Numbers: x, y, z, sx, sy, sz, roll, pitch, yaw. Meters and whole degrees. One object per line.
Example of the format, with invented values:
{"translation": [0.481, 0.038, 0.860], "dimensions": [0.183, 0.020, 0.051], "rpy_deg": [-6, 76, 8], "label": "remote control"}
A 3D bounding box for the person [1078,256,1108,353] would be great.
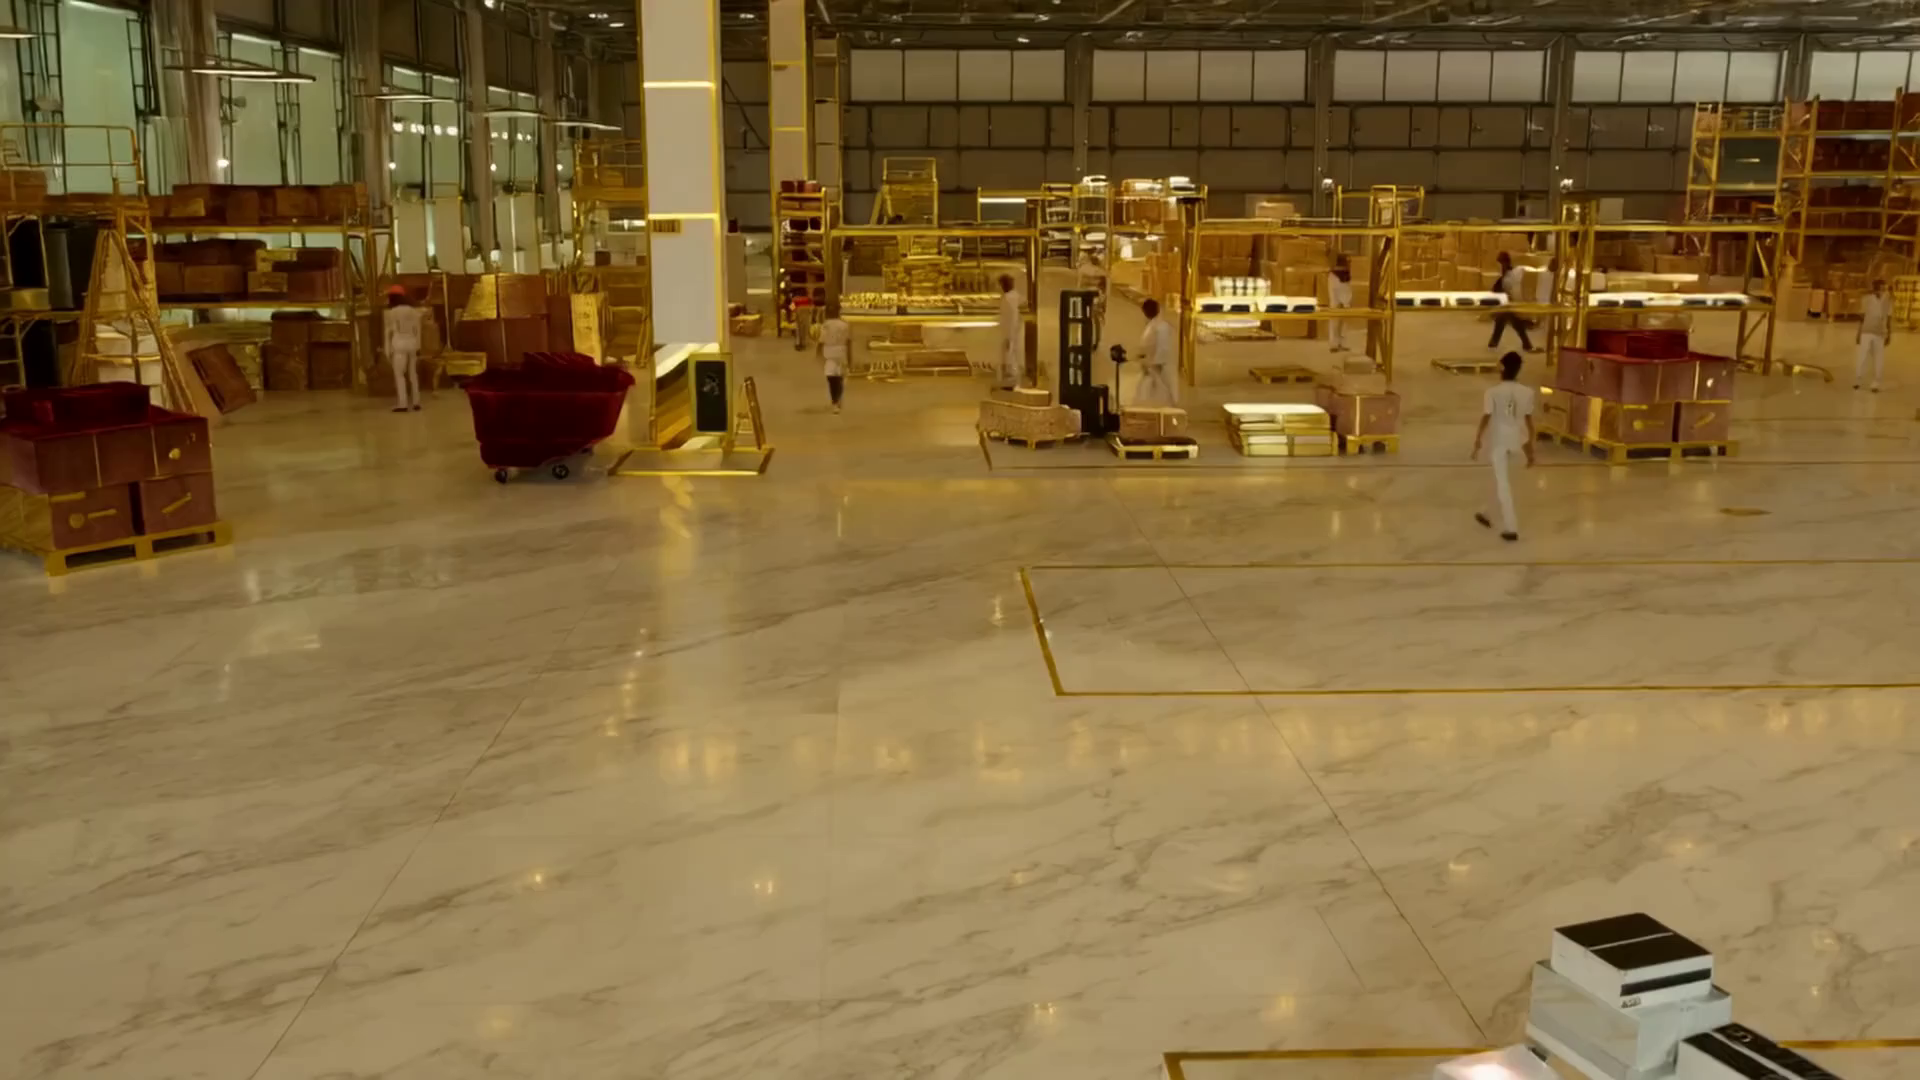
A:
{"translation": [2.636, -4.677, 33.052], "dimensions": [0.594, 1.903, 0.586], "rpy_deg": [1, 13, 4], "label": "person"}

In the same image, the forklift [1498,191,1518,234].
{"translation": [20.689, -11.779, 62.903], "dimensions": [1.873, 2.768, 1.129], "rpy_deg": [0, 12, -2], "label": "forklift"}

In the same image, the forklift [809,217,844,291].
{"translation": [-4.375, -8.619, 48.637], "dimensions": [1.873, 2.768, 1.129], "rpy_deg": [0, 12, -2], "label": "forklift"}

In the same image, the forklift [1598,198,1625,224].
{"translation": [18.268, -8.220, 46.833], "dimensions": [1.873, 2.768, 1.129], "rpy_deg": [0, 12, -2], "label": "forklift"}

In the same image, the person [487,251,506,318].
{"translation": [-11.422, -6.264, 40.857], "dimensions": [0.518, 1.633, 0.313], "rpy_deg": [11, 17, 42], "label": "person"}

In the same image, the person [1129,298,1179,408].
{"translation": [2.746, -2.528, 23.611], "dimensions": [0.960, 1.802, 0.619], "rpy_deg": [-1, 13, -6], "label": "person"}

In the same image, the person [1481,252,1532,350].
{"translation": [11.101, -4.829, 33.433], "dimensions": [0.985, 2.000, 0.690], "rpy_deg": [2, 13, 11], "label": "person"}

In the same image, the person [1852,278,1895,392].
{"translation": [14.957, -3.360, 27.229], "dimensions": [0.325, 1.860, 0.514], "rpy_deg": [-11, 17, -41], "label": "person"}

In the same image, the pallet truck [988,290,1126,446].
{"translation": [1.257, -2.299, 22.111], "dimensions": [1.885, 1.965, 0.823], "rpy_deg": [-9, 15, -35], "label": "pallet truck"}

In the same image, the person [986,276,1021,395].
{"translation": [0.675, -3.273, 26.679], "dimensions": [0.736, 1.911, 0.647], "rpy_deg": [1, 13, 4], "label": "person"}

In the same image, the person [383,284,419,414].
{"translation": [-8.303, -2.819, 24.684], "dimensions": [0.383, 1.917, 0.643], "rpy_deg": [8, 15, 33], "label": "person"}

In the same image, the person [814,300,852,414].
{"translation": [-1.924, -2.734, 24.828], "dimensions": [0.538, 1.670, 0.739], "rpy_deg": [-7, 14, -29], "label": "person"}

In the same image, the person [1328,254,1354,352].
{"translation": [7.596, -4.716, 33.157], "dimensions": [0.630, 1.940, 0.372], "rpy_deg": [-7, 14, -30], "label": "person"}

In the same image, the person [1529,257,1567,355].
{"translation": [11.659, -4.586, 32.655], "dimensions": [0.933, 1.896, 0.666], "rpy_deg": [0, 12, -2], "label": "person"}

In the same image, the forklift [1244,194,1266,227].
{"translation": [9.686, -9.998, 54.863], "dimensions": [1.873, 2.768, 1.129], "rpy_deg": [10, 16, 37], "label": "forklift"}

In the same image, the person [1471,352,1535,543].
{"translation": [5.323, -0.927, 16.326], "dimensions": [0.545, 1.816, 0.970], "rpy_deg": [-2, 13, -10], "label": "person"}
